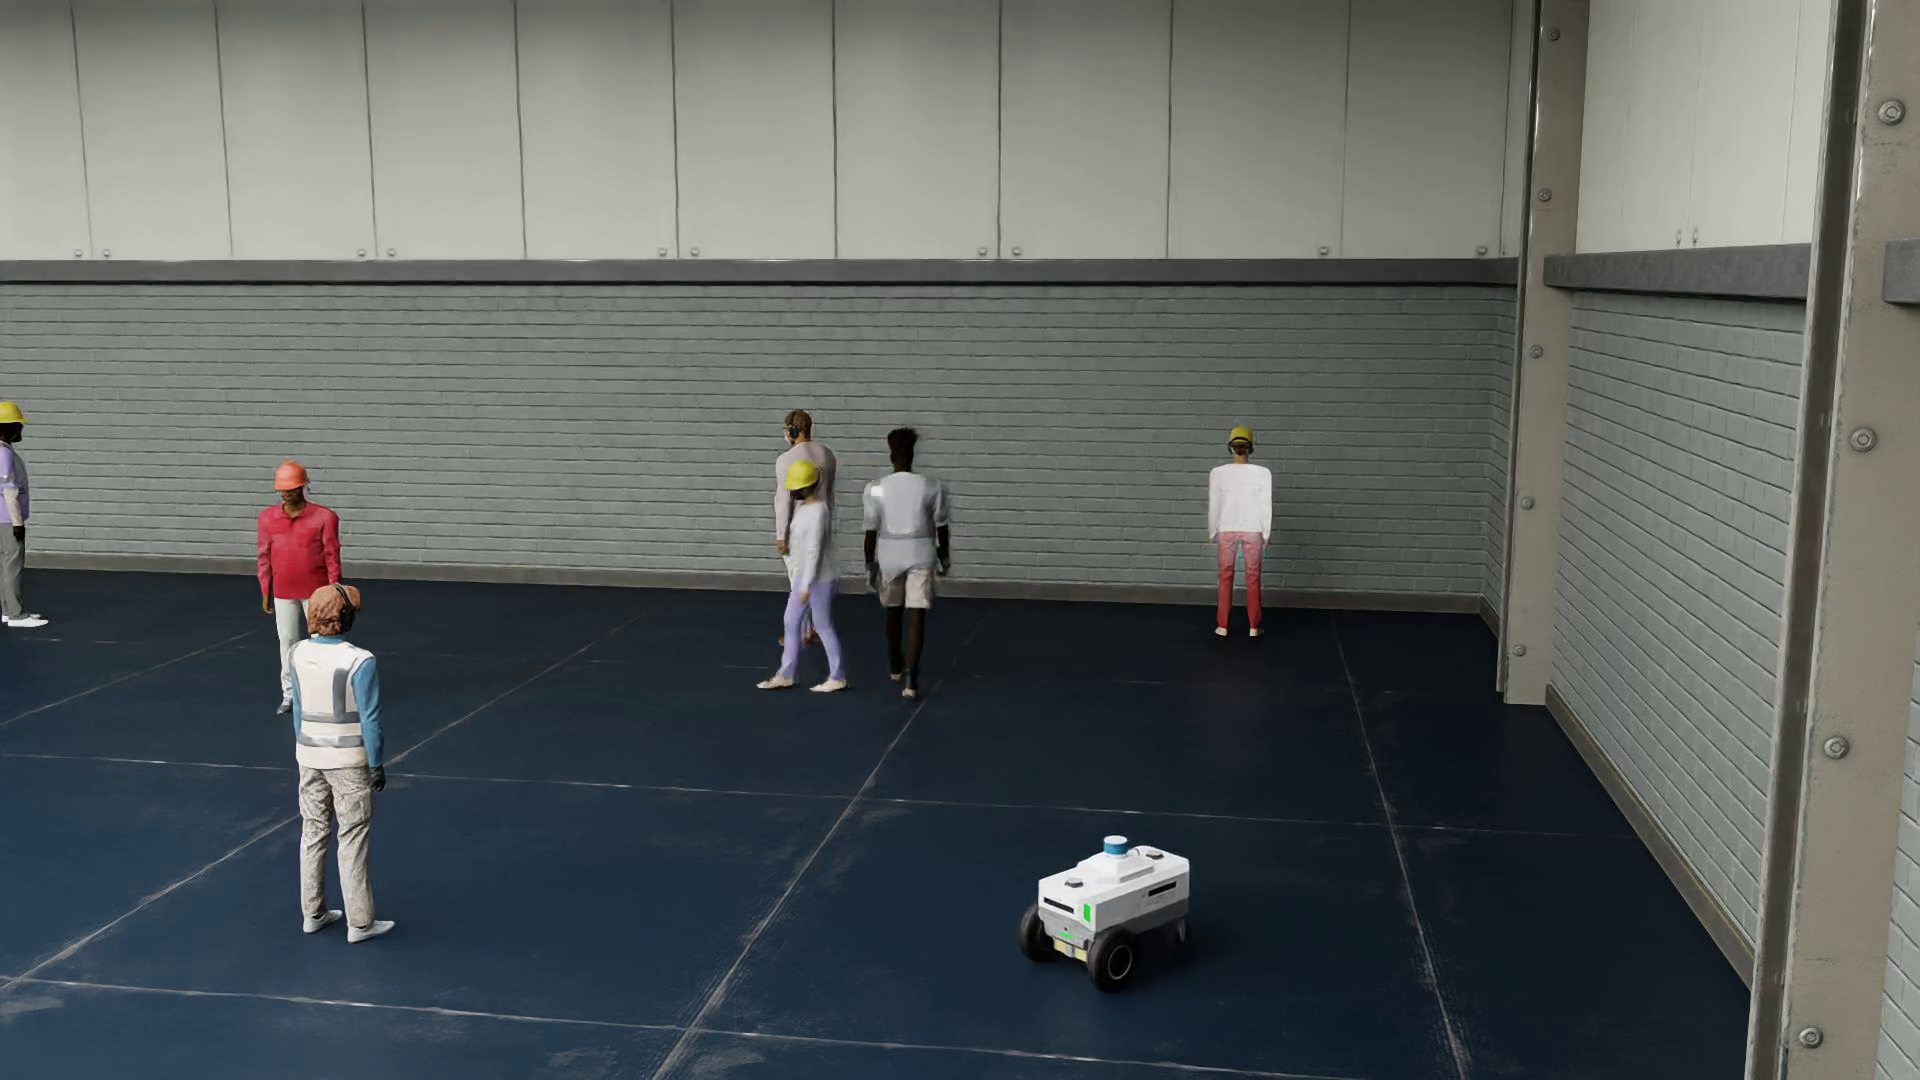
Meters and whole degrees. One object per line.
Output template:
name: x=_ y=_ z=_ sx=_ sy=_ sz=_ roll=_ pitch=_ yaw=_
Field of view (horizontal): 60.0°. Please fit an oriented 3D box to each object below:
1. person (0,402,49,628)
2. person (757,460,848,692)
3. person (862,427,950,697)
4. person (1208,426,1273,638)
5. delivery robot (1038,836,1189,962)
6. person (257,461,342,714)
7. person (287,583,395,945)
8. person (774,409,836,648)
person: x=-8.074 y=-0.216 z=14.176 sx=0.371 sy=1.927 sz=0.588 roll=-7 pitch=12 yaw=-37
person: x=-1.119 y=0.279 z=11.757 sx=0.758 sy=1.714 sz=0.577 roll=-3 pitch=10 yaw=-18
person: x=-0.387 y=0.148 z=12.003 sx=0.613 sy=1.920 sz=0.981 roll=1 pitch=9 yaw=4
person: x=2.311 y=-0.060 z=13.739 sx=0.523 sy=1.761 sz=0.323 roll=2 pitch=9 yaw=11
delivery robot: x=0.680 y=1.540 z=7.280 sx=0.707 sy=0.478 sz=0.477 roll=-8 pitch=12 yaw=-41
person: x=-4.520 y=0.326 z=11.388 sx=0.564 sy=1.745 sz=0.347 roll=0 pitch=9 yaw=-2
person: x=-2.824 y=1.009 z=7.547 sx=0.513 sy=1.630 sz=0.317 roll=4 pitch=10 yaw=24
person: x=-1.253 y=-0.085 z=13.388 sx=0.376 sy=1.930 sz=0.631 roll=7 pitch=12 yaw=38
